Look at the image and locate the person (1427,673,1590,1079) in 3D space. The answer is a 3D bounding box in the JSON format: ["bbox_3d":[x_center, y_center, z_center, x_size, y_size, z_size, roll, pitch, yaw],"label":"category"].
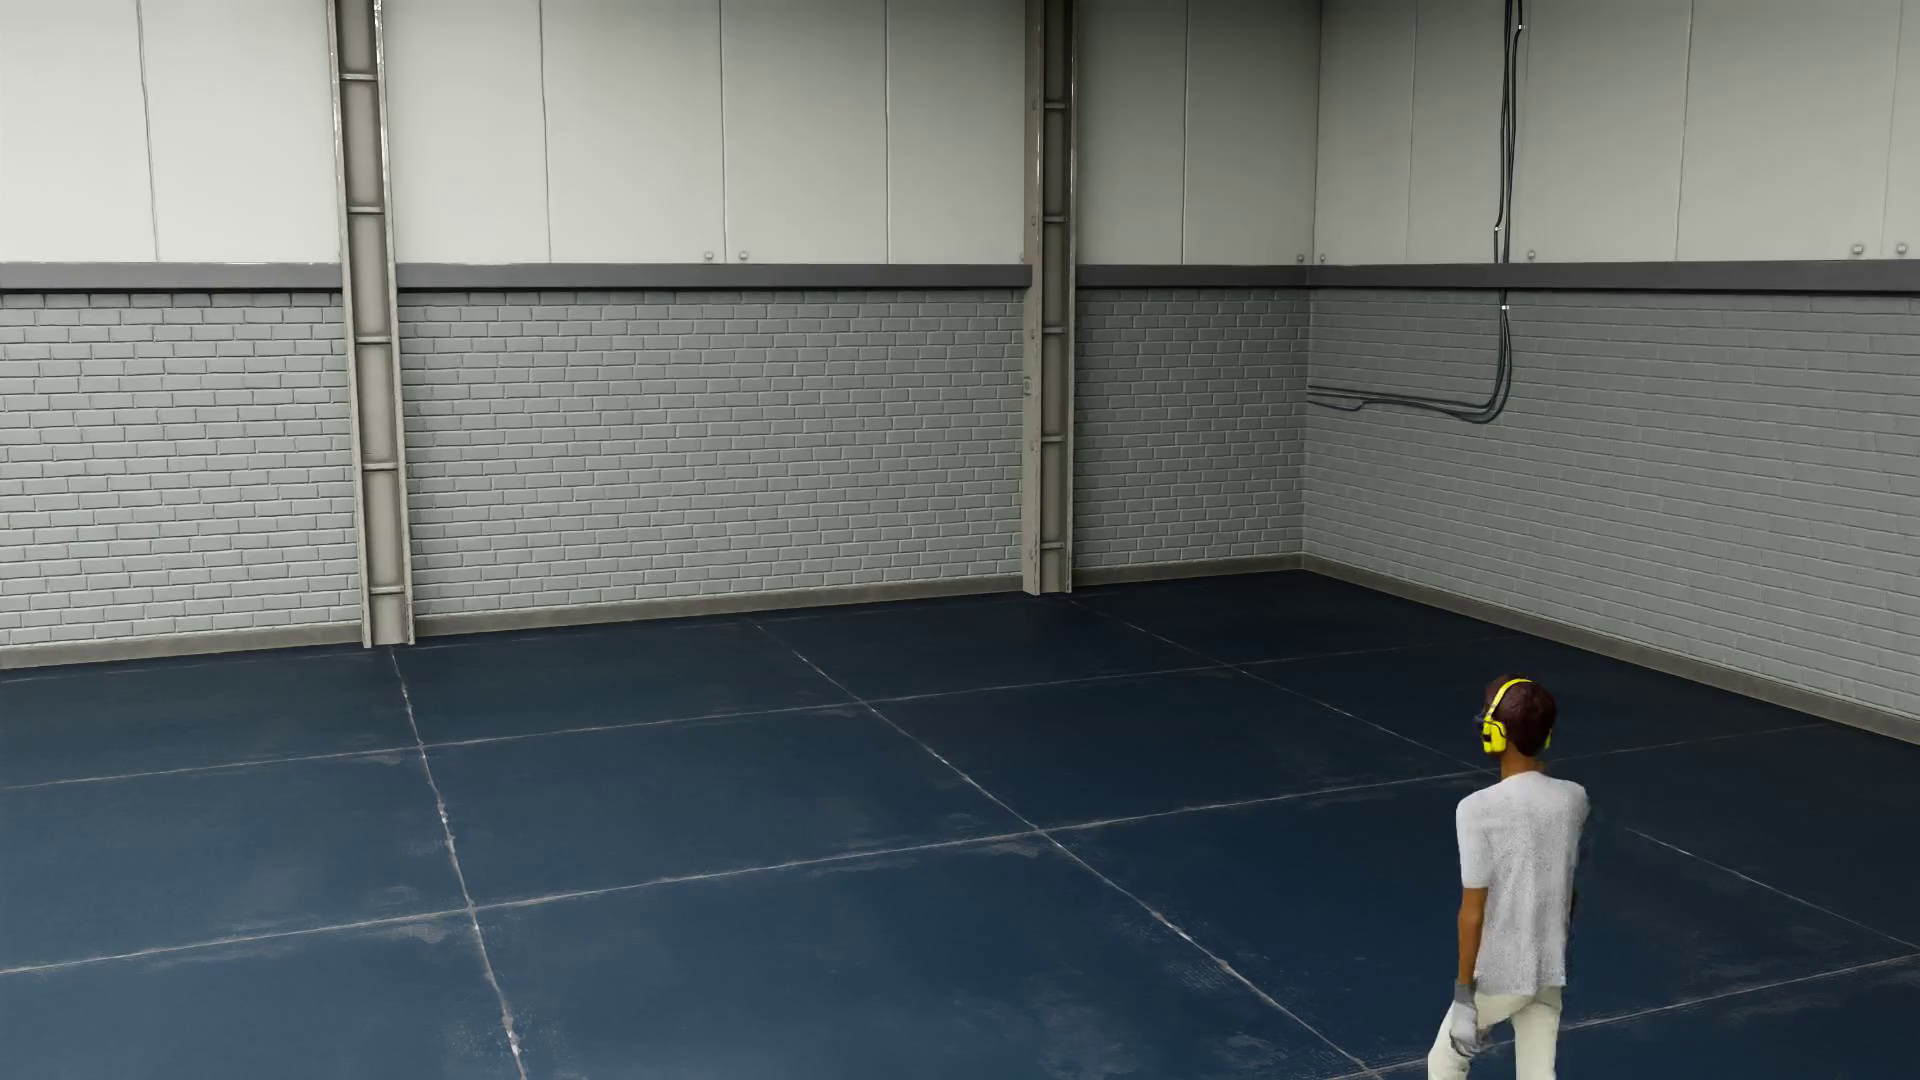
[{"bbox_3d":[1.628,1.307,5.135,0.544,1.833,0.848,-4,10,-22],"label":"person"}]
